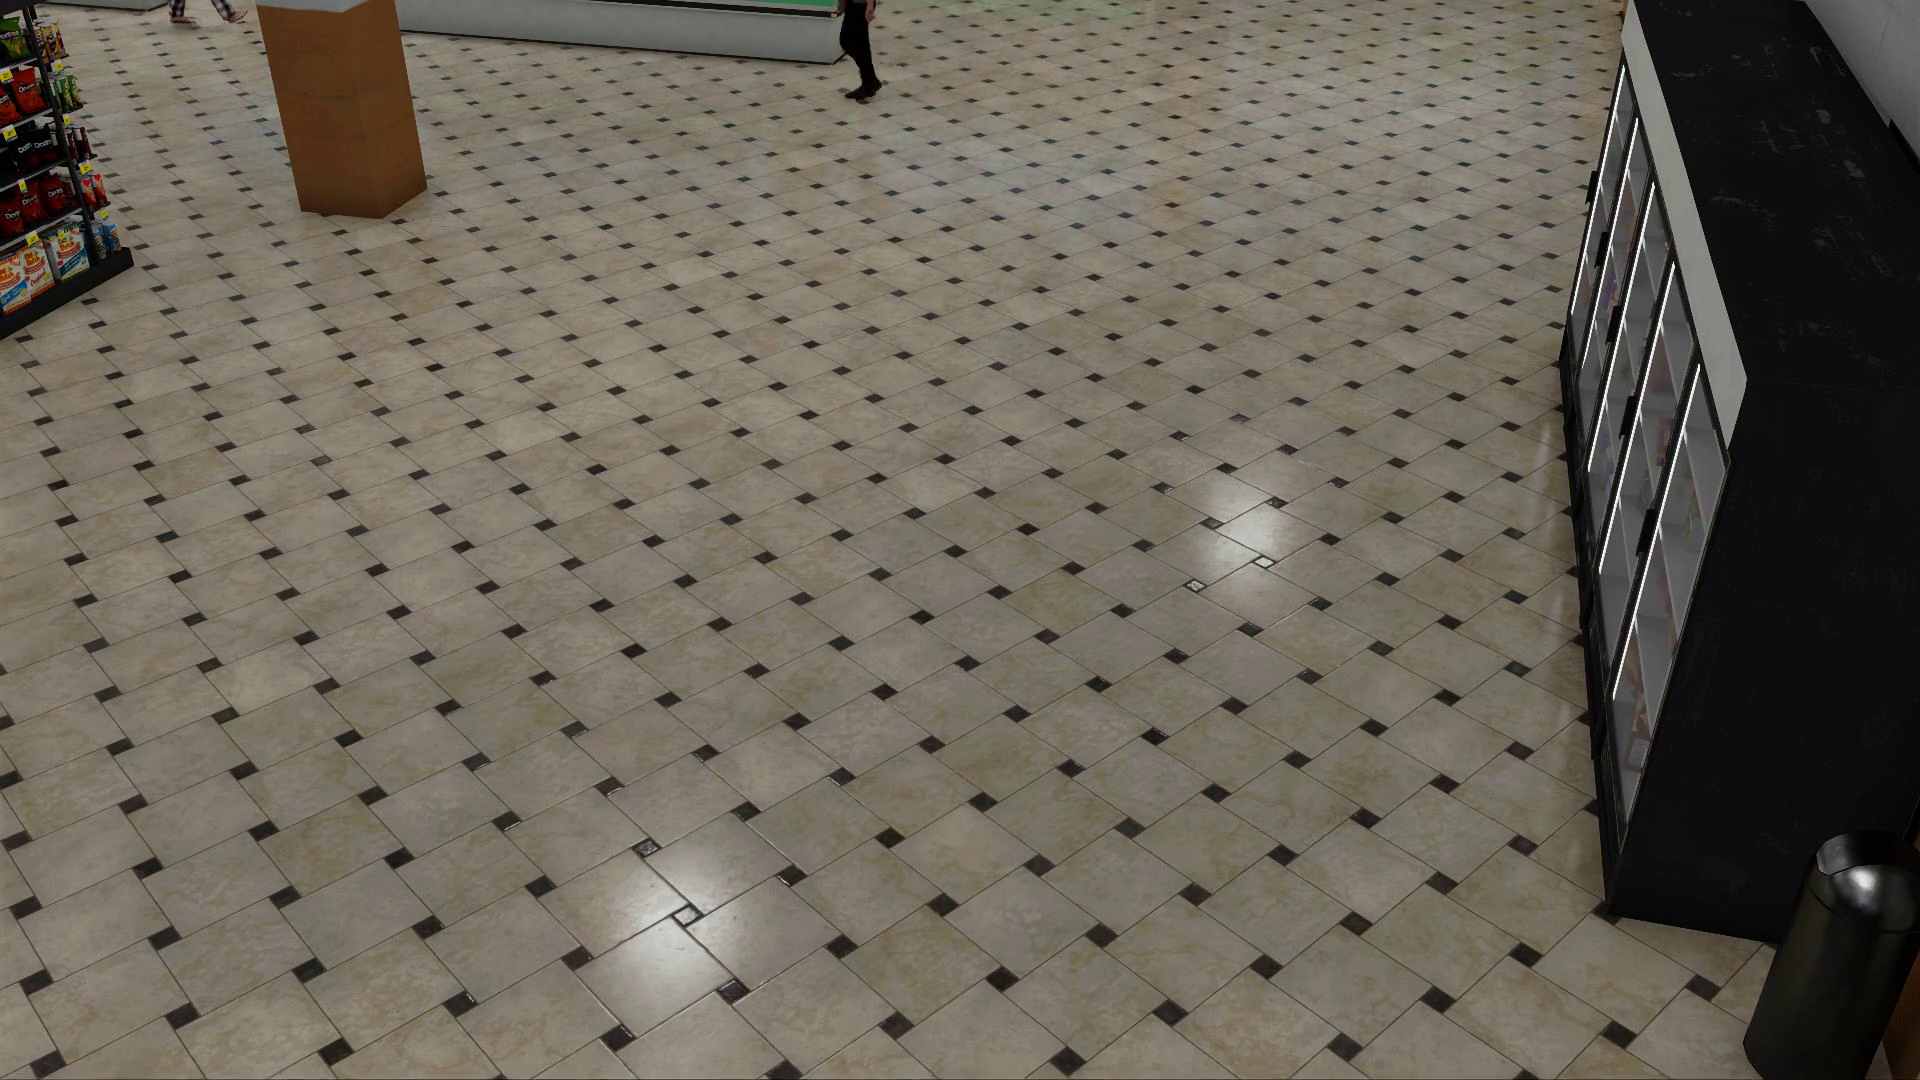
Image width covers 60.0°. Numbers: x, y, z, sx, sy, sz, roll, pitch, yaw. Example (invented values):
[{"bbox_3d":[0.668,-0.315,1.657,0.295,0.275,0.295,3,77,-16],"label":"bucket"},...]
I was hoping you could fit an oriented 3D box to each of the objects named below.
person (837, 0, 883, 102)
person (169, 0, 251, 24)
[{"bbox_3d":[-0.828,-4.811,14.838,0.775,1.746,0.748,-8,33,-13],"label":"person"},{"bbox_3d":[-7.990,-6.123,16.892,1.187,1.804,0.824,1,32,2],"label":"person"}]
